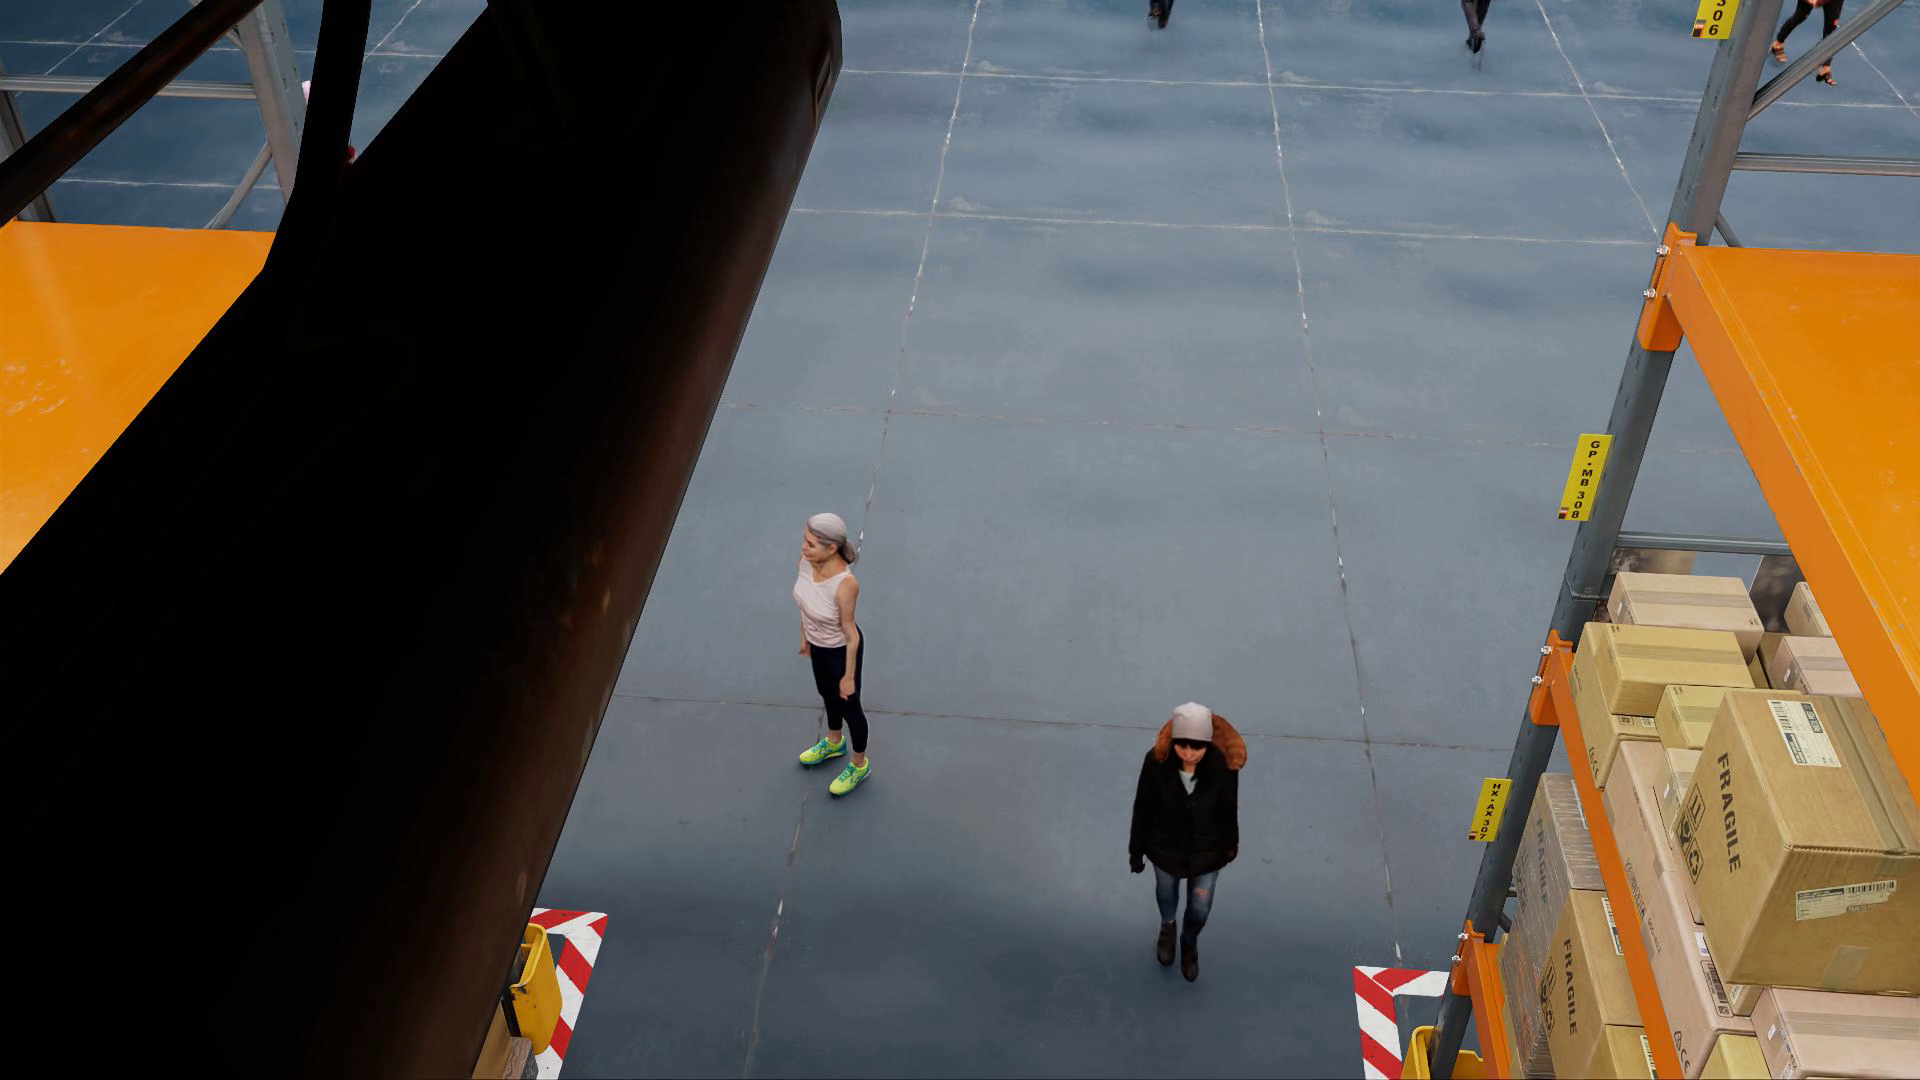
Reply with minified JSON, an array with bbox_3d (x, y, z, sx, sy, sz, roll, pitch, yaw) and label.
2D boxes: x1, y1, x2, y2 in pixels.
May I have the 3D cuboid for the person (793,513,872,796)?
[{"bbox_3d":[-0.632,0.552,8.410,0.741,1.702,0.671,-25,44,-28],"label":"person"}]

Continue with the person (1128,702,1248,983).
[{"bbox_3d":[1.023,1.294,7.526,0.658,1.624,0.612,6,38,7],"label":"person"}]

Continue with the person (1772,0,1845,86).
[{"bbox_3d":[8.179,-5.263,15.882,0.908,1.654,1.201,-11,39,-14],"label":"person"}]

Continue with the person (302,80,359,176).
[{"bbox_3d":[-4.781,-2.632,12.571,0.836,1.590,1.138,14,40,17],"label":"person"}]
